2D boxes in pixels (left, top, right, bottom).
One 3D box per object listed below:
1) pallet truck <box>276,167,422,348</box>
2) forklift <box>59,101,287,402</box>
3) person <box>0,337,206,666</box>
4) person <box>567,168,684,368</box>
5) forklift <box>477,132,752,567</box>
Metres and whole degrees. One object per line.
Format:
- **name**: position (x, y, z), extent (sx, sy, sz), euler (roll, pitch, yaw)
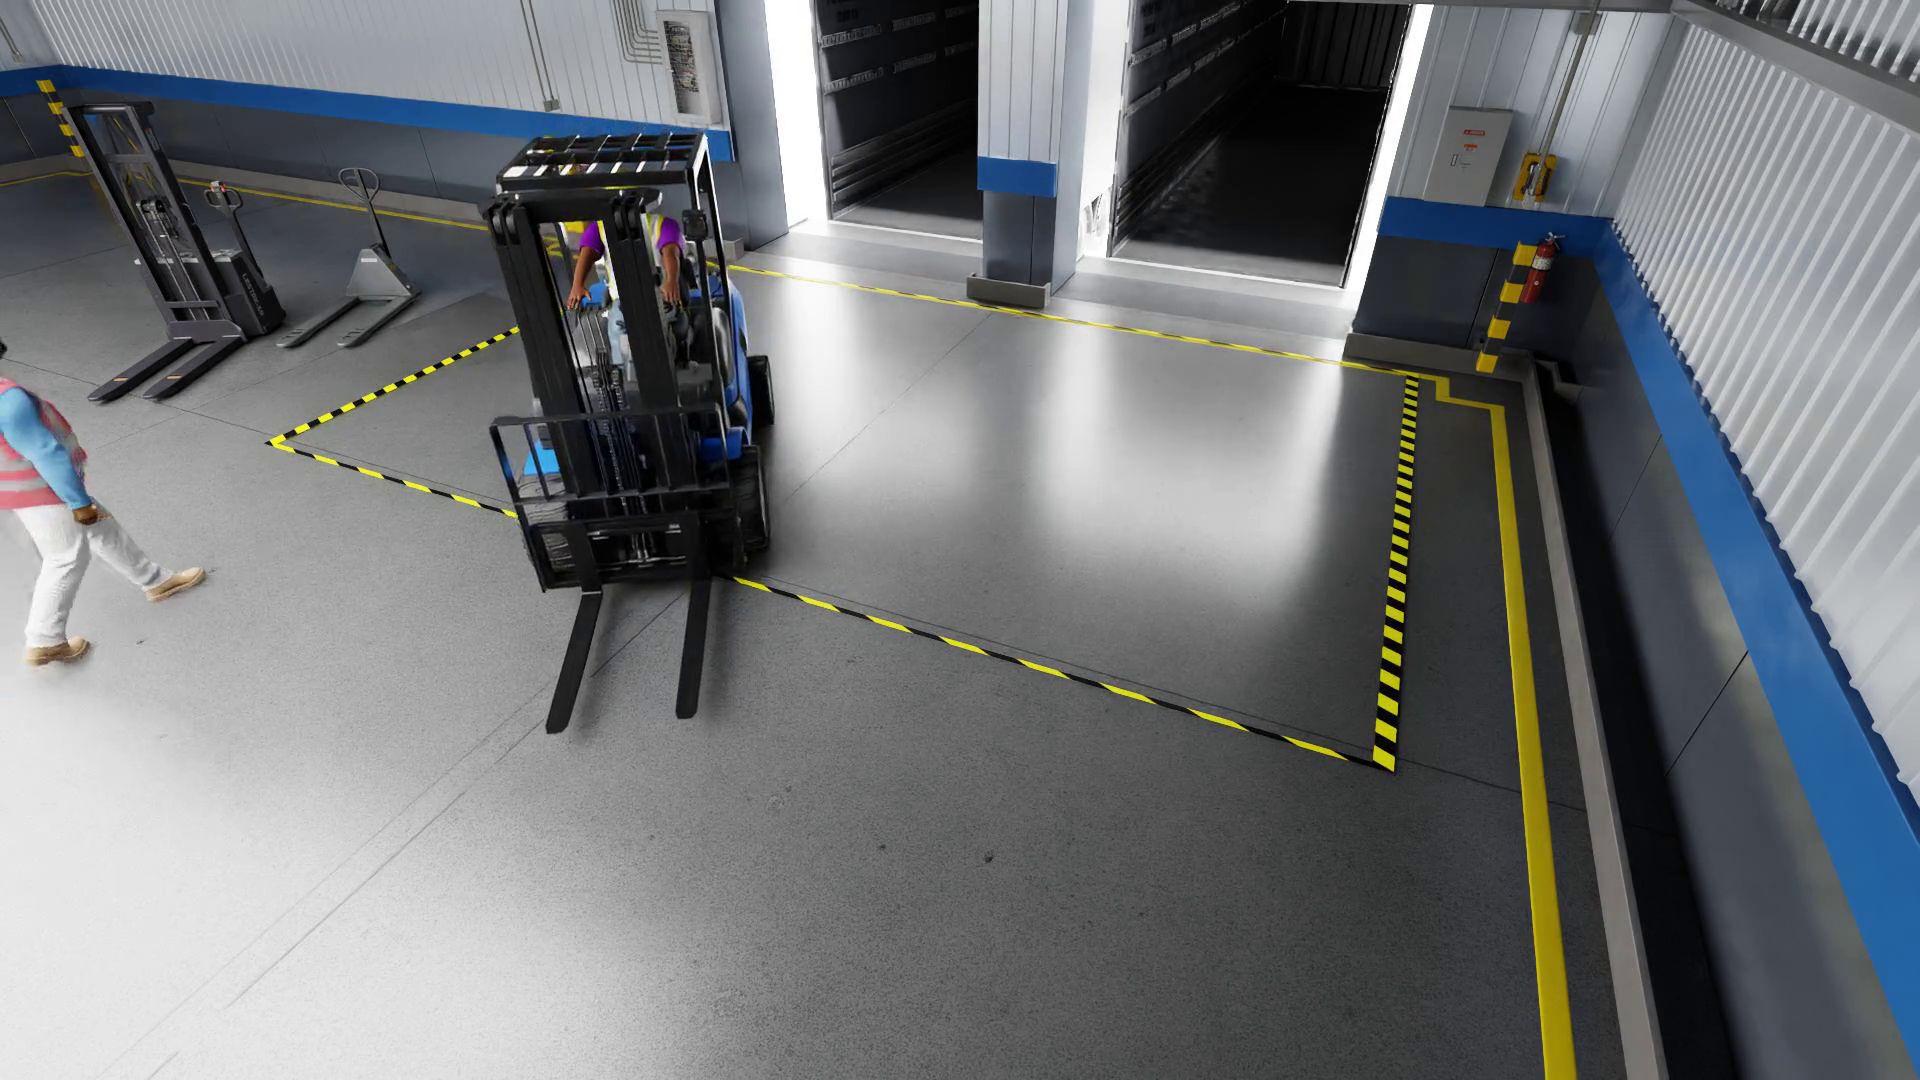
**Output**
- **pallet truck**: position (-5.732, -2.611, 8.414), extent (0.680, 1.201, 1.601), euler (-1, 35, -1)
- **forklift**: position (-6.686, -2.387, 7.434), extent (0.823, 1.965, 1.885), euler (-3, 35, -5)
- **person**: position (-4.624, -0.257, 4.571), extent (0.655, 1.794, 0.939), euler (14, 37, 19)
- **person**: position (-1.955, -1.444, 5.448), extent (0.635, 1.294, 1.004), euler (-5, 35, -7)
- **forklift**: position (-1.957, -1.325, 5.604), extent (1.157, 2.036, 2.680), euler (-5, 35, -7)
